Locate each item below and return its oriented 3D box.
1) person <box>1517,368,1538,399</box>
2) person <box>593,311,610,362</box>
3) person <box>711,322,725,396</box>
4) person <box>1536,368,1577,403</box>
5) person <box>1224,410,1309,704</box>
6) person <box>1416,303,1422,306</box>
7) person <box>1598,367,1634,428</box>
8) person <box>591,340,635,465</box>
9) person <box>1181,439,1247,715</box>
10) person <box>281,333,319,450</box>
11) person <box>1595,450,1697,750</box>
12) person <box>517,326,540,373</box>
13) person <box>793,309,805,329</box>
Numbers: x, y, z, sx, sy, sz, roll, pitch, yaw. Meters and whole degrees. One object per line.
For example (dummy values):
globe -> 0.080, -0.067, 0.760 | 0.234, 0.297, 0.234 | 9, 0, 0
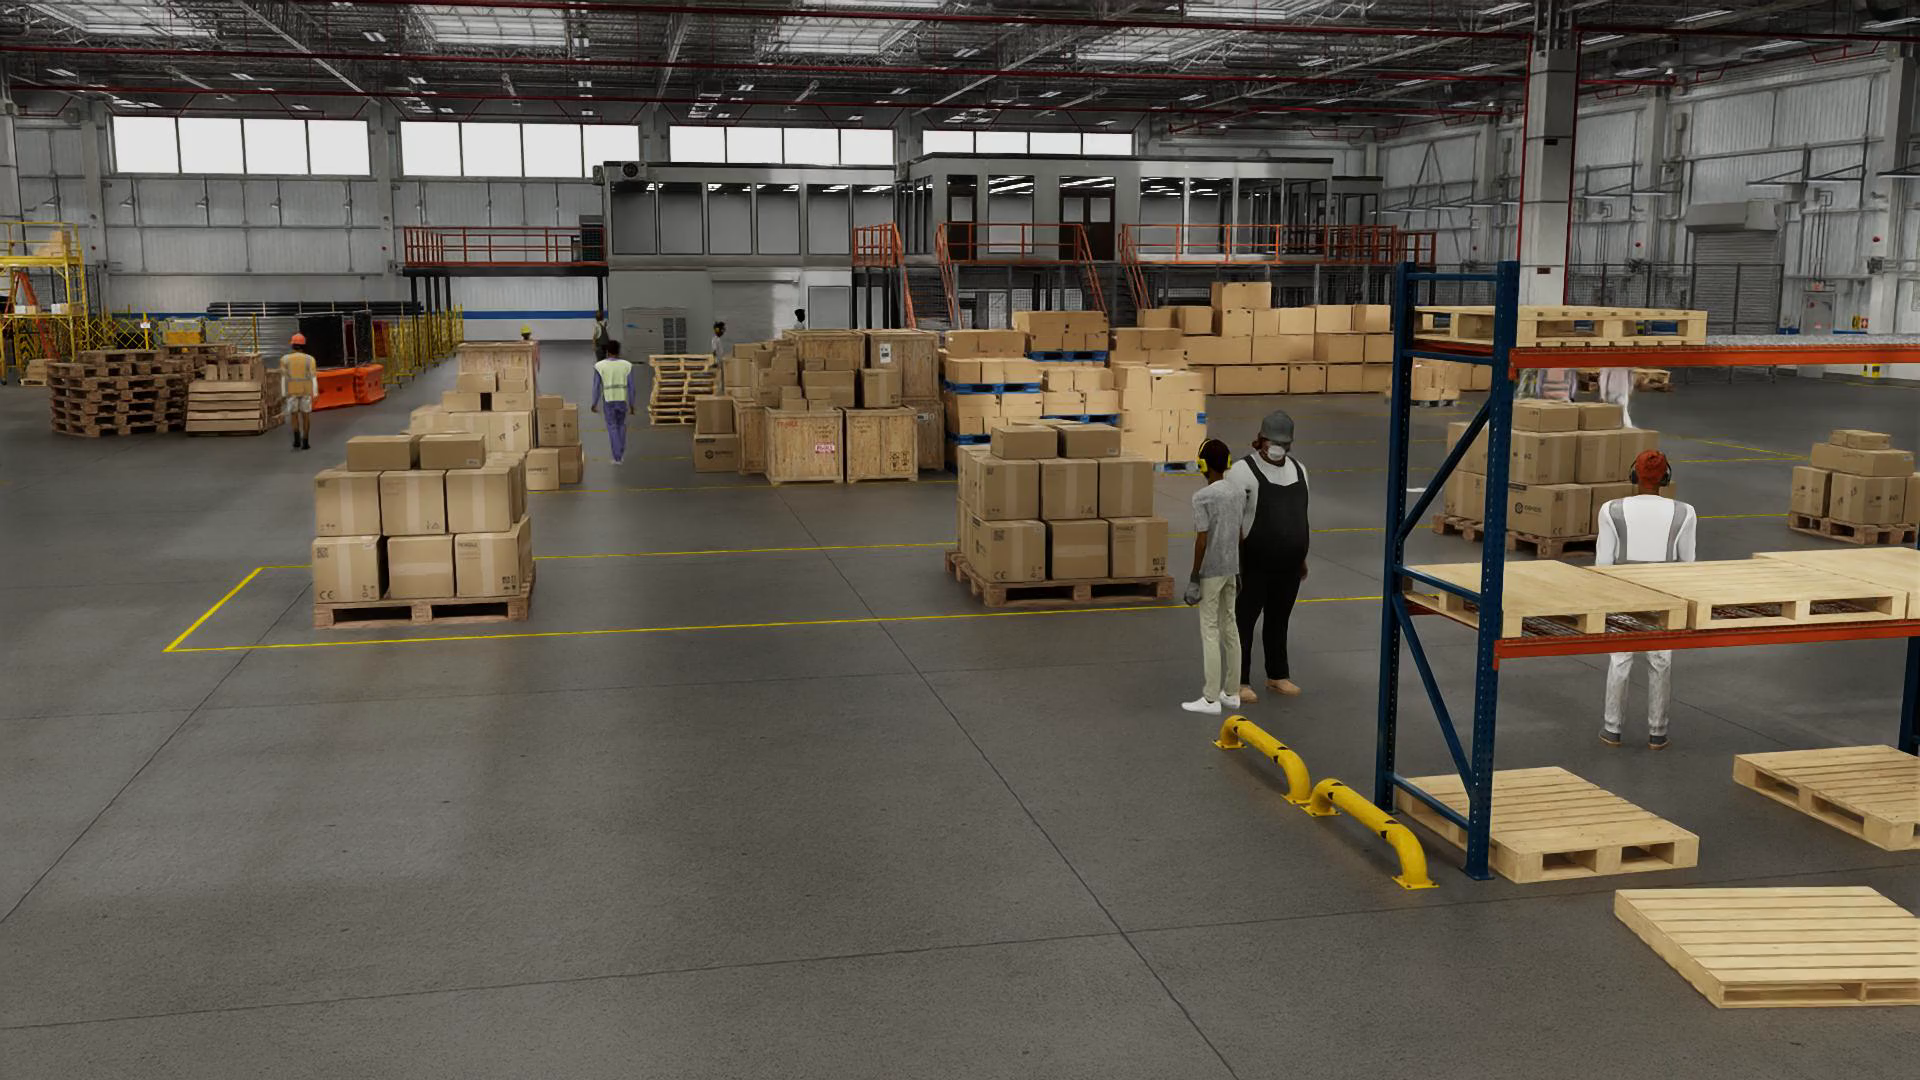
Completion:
person -> 12.274, -3.738, 35.927 | 0.490, 1.727, 0.594 | 5, 11, 29
person -> -9.638, -5.264, 44.961 | 0.510, 1.822, 0.678 | -9, 13, -43
person -> -5.096, -3.701, 35.326 | 0.386, 1.856, 0.510 | 0, 9, -2
person -> 9.816, -2.380, 27.411 | 0.621, 1.818, 0.871 | 4, 10, 22
person -> 2.170, 0.106, 11.530 | 0.673, 2.000, 0.536 | -5, 10, -27
person -> 13.487, -5.971, 48.855 | 0.614, 1.947, 0.388 | -5, 11, -29
person -> 10.840, -2.420, 27.430 | 0.660, 1.882, 0.954 | -2, 9, -10
person -> -5.345, -2.117, 25.524 | 0.609, 1.887, 0.792 | -5, 11, -30
person -> 1.708, 0.248, 11.211 | 0.519, 1.865, 0.335 | -8, 12, -40
person -> -10.890, -2.449, 27.459 | 0.579, 1.920, 0.420 | -3, 10, -16
person -> 4.252, 0.375, 10.366 | 0.584, 1.882, 0.346 | 3, 10, 17
person -> -9.449, -3.788, 36.243 | 0.535, 1.724, 0.903 | 1, 9, 4
person -> -4.044, -4.875, 42.120 | 0.361, 1.965, 0.622 | -4, 10, -20
